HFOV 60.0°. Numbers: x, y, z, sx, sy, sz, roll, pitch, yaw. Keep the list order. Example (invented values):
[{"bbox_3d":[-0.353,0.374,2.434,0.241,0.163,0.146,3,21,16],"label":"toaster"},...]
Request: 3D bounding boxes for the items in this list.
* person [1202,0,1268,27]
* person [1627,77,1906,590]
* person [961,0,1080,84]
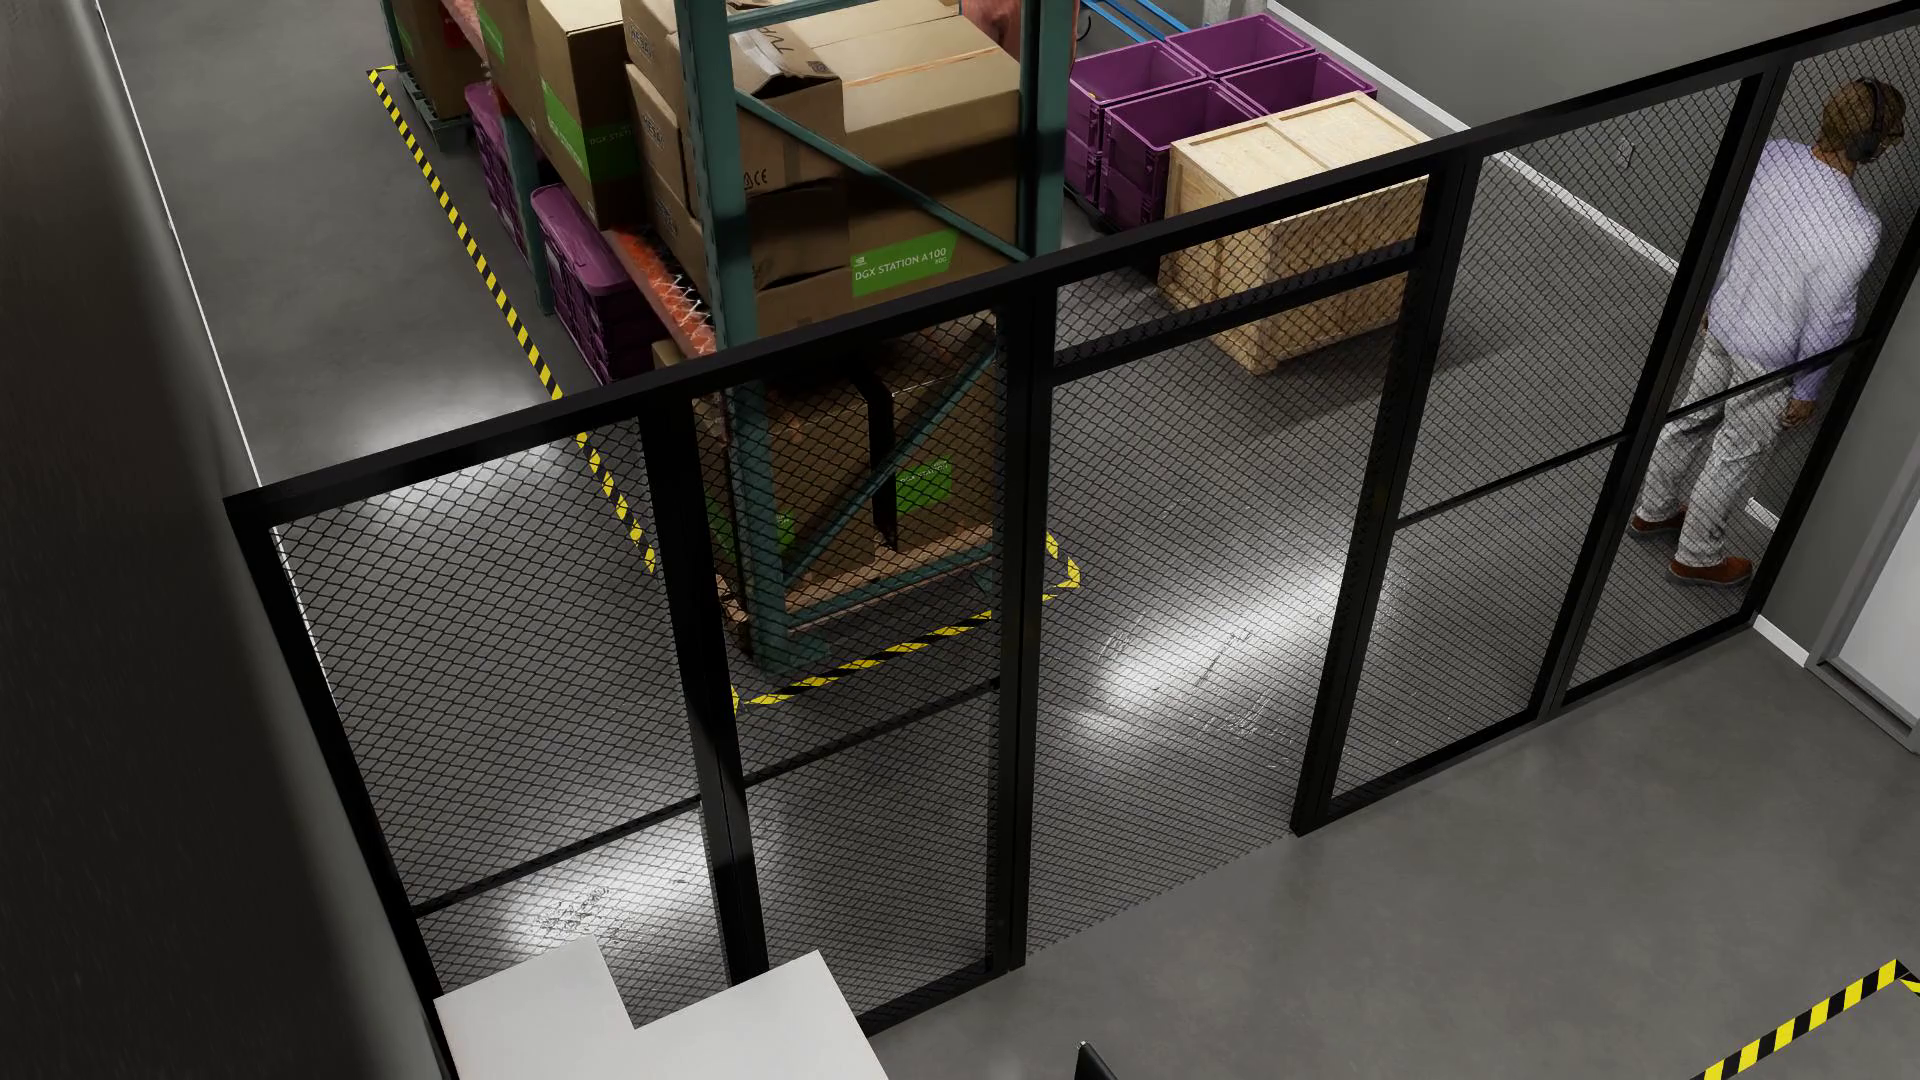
[{"bbox_3d":[1.443,-3.271,8.601,0.593,1.833,0.404,-17,45,-18],"label":"person"},{"bbox_3d":[2.739,-0.674,5.683,0.353,1.937,0.635,-8,43,-9],"label":"person"},{"bbox_3d":[0.227,-1.808,6.882,0.610,1.995,0.375,-32,51,-30],"label":"person"}]
